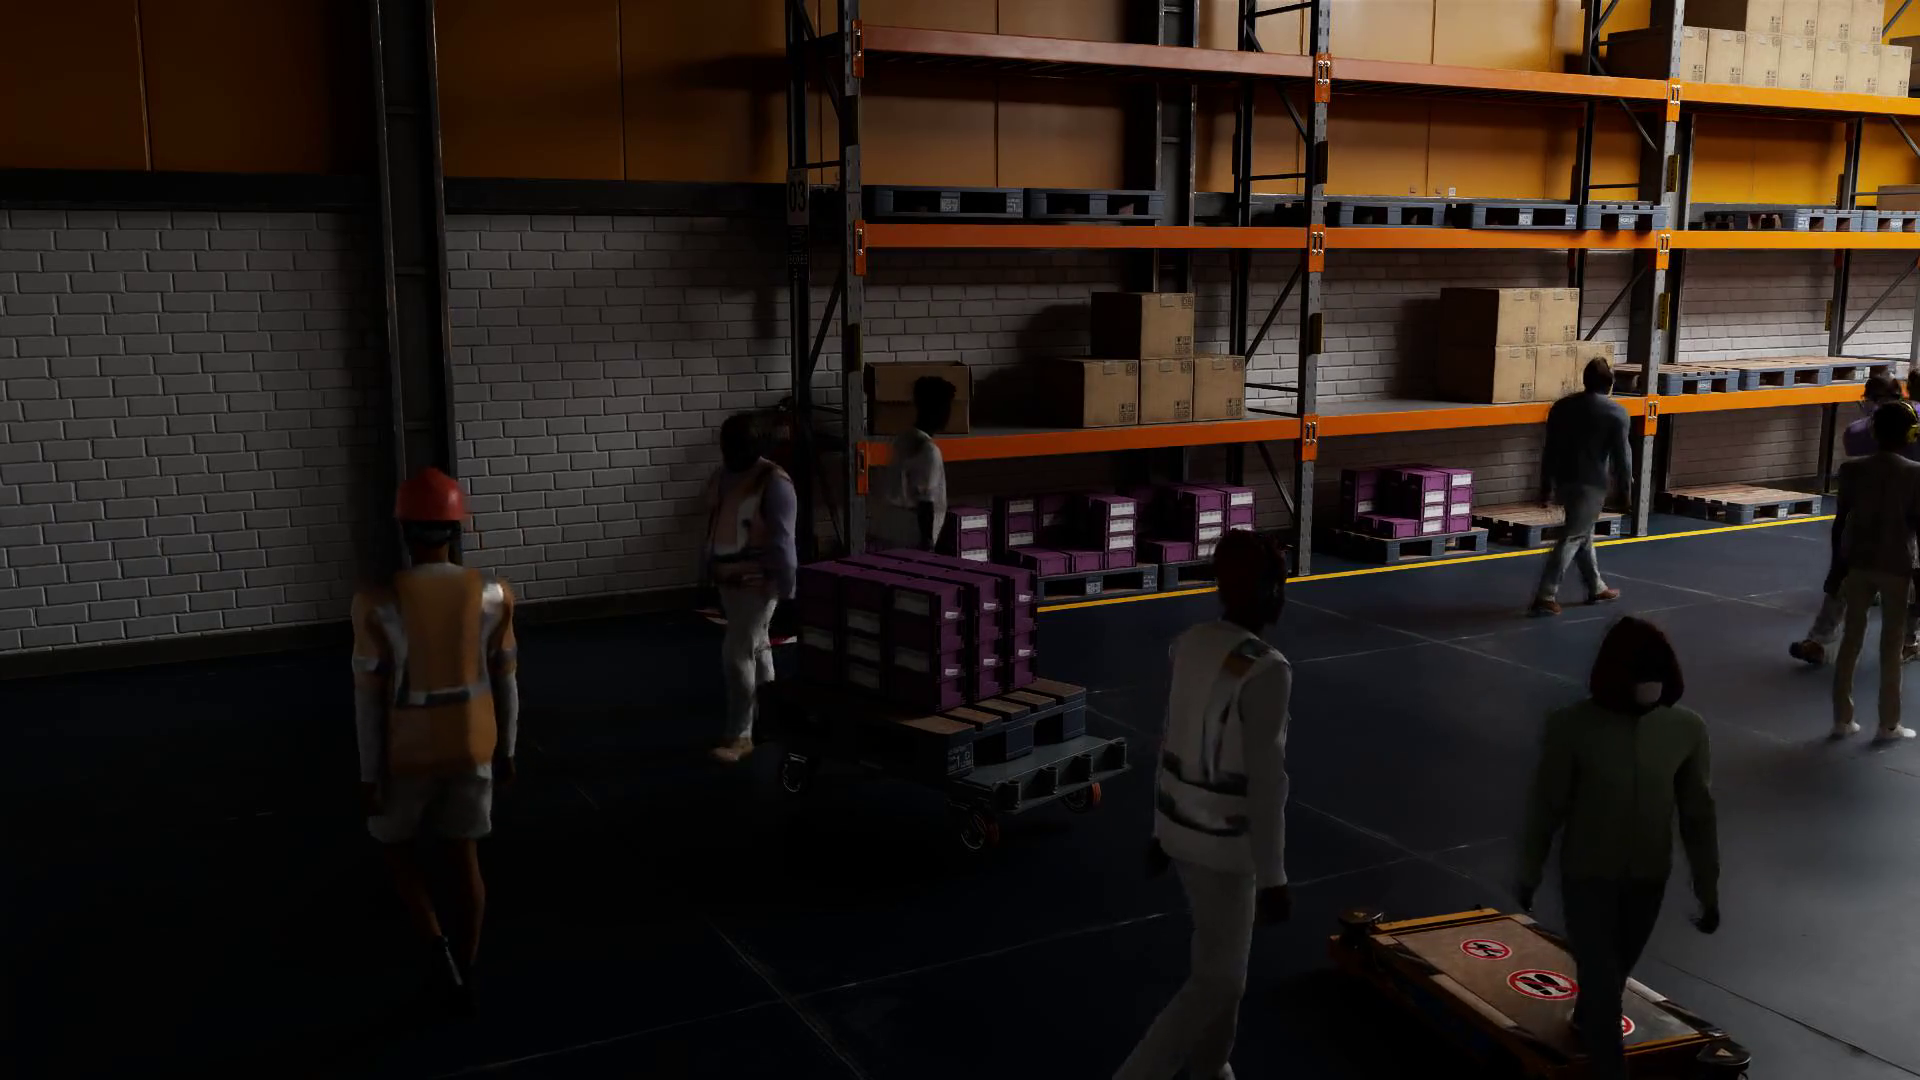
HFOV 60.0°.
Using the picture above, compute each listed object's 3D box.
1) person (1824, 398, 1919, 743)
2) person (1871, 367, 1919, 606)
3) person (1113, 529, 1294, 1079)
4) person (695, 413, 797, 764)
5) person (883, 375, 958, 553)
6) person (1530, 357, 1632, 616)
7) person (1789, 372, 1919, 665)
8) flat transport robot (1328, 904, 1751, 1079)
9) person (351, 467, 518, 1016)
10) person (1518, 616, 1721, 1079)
[{"bbox_3d":[4.970,0.171,8.969,0.340,1.870,0.532,-8,13,-38],"label":"person"},{"bbox_3d":[7.119,-0.394,12.411,0.963,1.797,0.575,-5,11,-25],"label":"person"},{"bbox_3d":[0.656,0.899,4.854,0.672,1.849,0.598,-3,10,-16],"label":"person"},{"bbox_3d":[-1.172,0.250,8.635,0.675,1.817,0.699,-8,13,-39],"label":"person"},{"bbox_3d":[-0.368,-0.020,9.891,0.801,1.930,0.648,-3,10,-15],"label":"person"},{"bbox_3d":[4.551,-0.390,12.169,1.033,1.884,0.642,-6,11,-30],"label":"person"},{"bbox_3d":[5.782,-0.112,10.531,1.038,1.878,0.641,-5,11,-27],"label":"person"},{"bbox_3d":[1.898,1.552,5.598,0.652,0.197,1.431,-3,10,-18],"label":"flat transport robot"},{"bbox_3d":[-1.796,0.706,5.723,0.564,1.918,0.404,-6,12,-32],"label":"person"},{"bbox_3d":[1.951,1.020,4.843,0.513,1.589,0.824,-1,10,-5],"label":"person"}]
